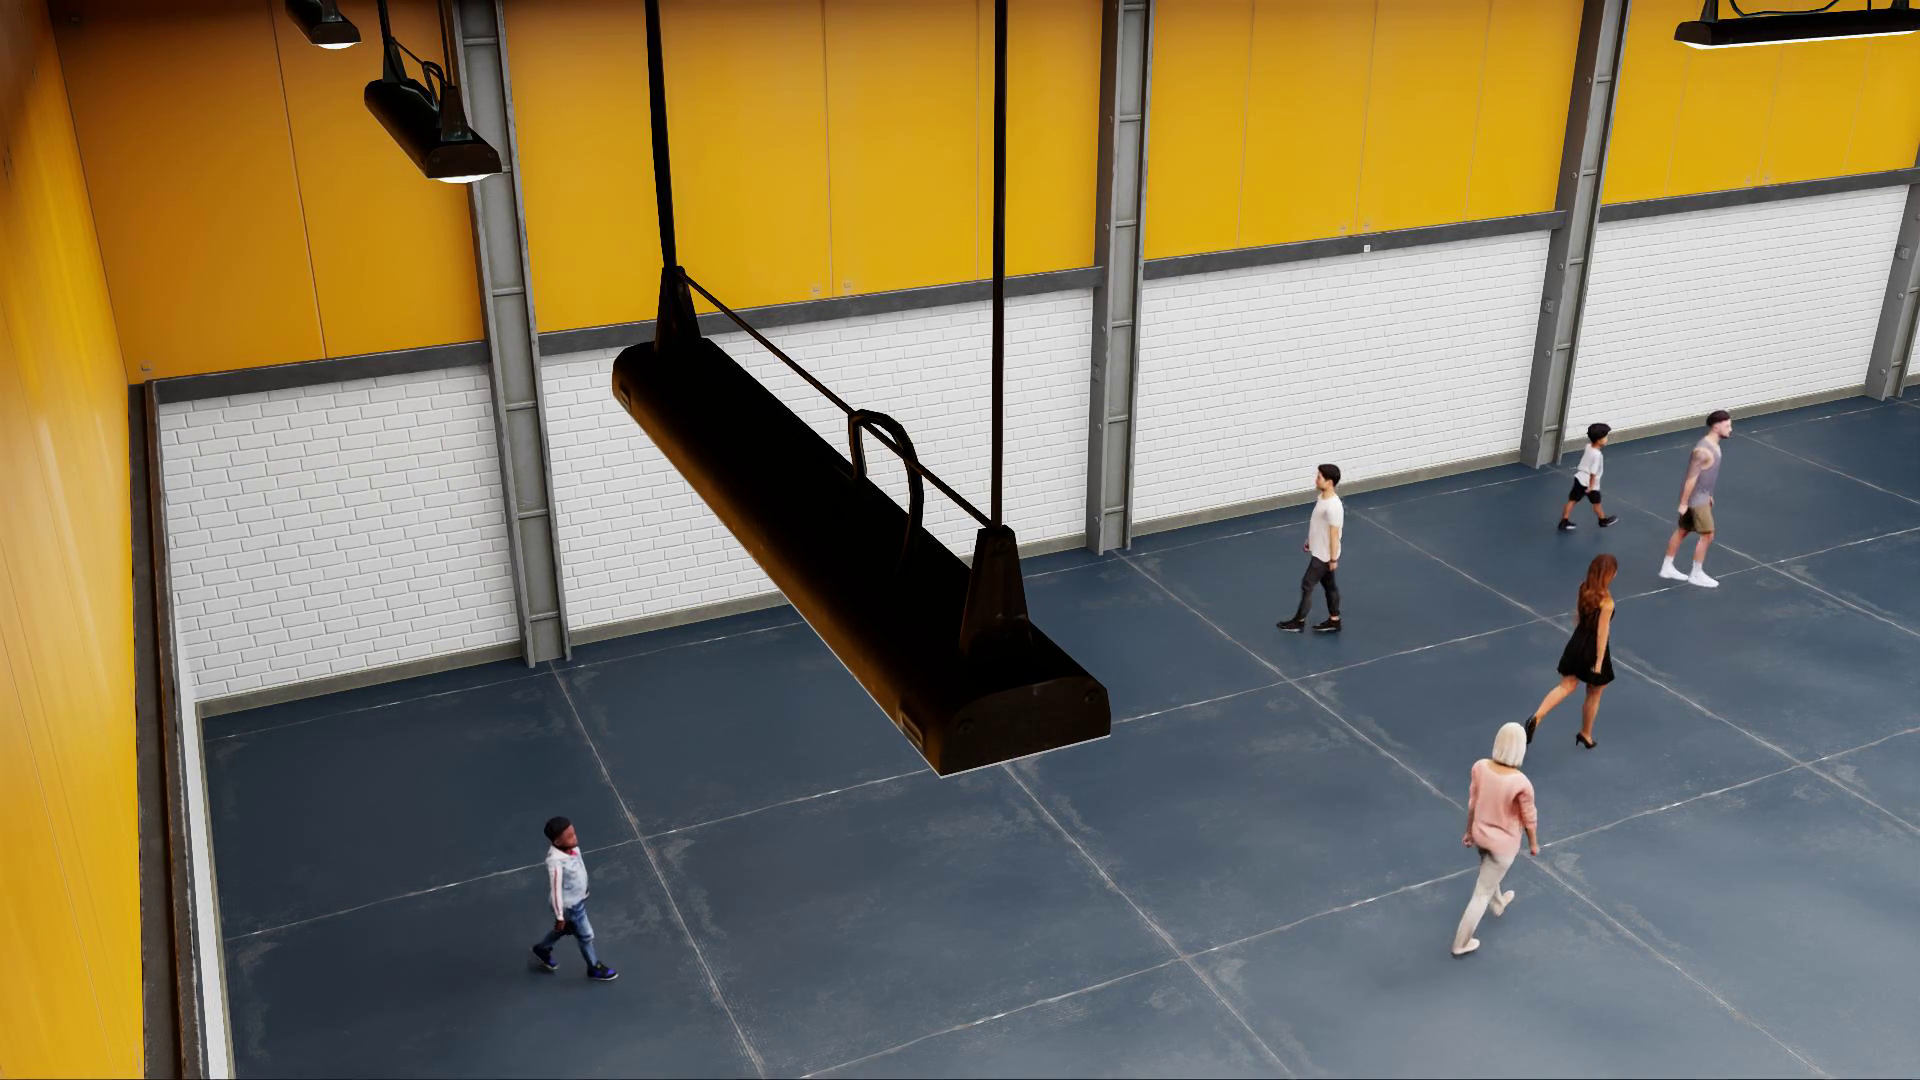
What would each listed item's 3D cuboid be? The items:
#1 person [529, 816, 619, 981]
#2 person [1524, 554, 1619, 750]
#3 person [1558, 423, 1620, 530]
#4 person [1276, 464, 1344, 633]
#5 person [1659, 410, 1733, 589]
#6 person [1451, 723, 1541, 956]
[{"bbox_3d":[-2.642,2.364,11.028,0.910,1.247,0.750,3,24,6],"label":"person"},{"bbox_3d":[5.010,0.965,13.526,1.031,1.811,0.607,-9,25,-19],"label":"person"},{"bbox_3d":[6.723,-0.653,17.968,0.921,1.217,0.635,-5,24,-11],"label":"person"},{"bbox_3d":[3.511,0.097,15.649,0.990,1.701,0.874,2,24,5],"label":"person"},{"bbox_3d":[7.218,-0.434,16.538,0.938,1.823,0.885,14,27,28],"label":"person"},{"bbox_3d":[3.550,2.054,11.189,1.094,1.687,0.775,-17,29,-34],"label":"person"}]
